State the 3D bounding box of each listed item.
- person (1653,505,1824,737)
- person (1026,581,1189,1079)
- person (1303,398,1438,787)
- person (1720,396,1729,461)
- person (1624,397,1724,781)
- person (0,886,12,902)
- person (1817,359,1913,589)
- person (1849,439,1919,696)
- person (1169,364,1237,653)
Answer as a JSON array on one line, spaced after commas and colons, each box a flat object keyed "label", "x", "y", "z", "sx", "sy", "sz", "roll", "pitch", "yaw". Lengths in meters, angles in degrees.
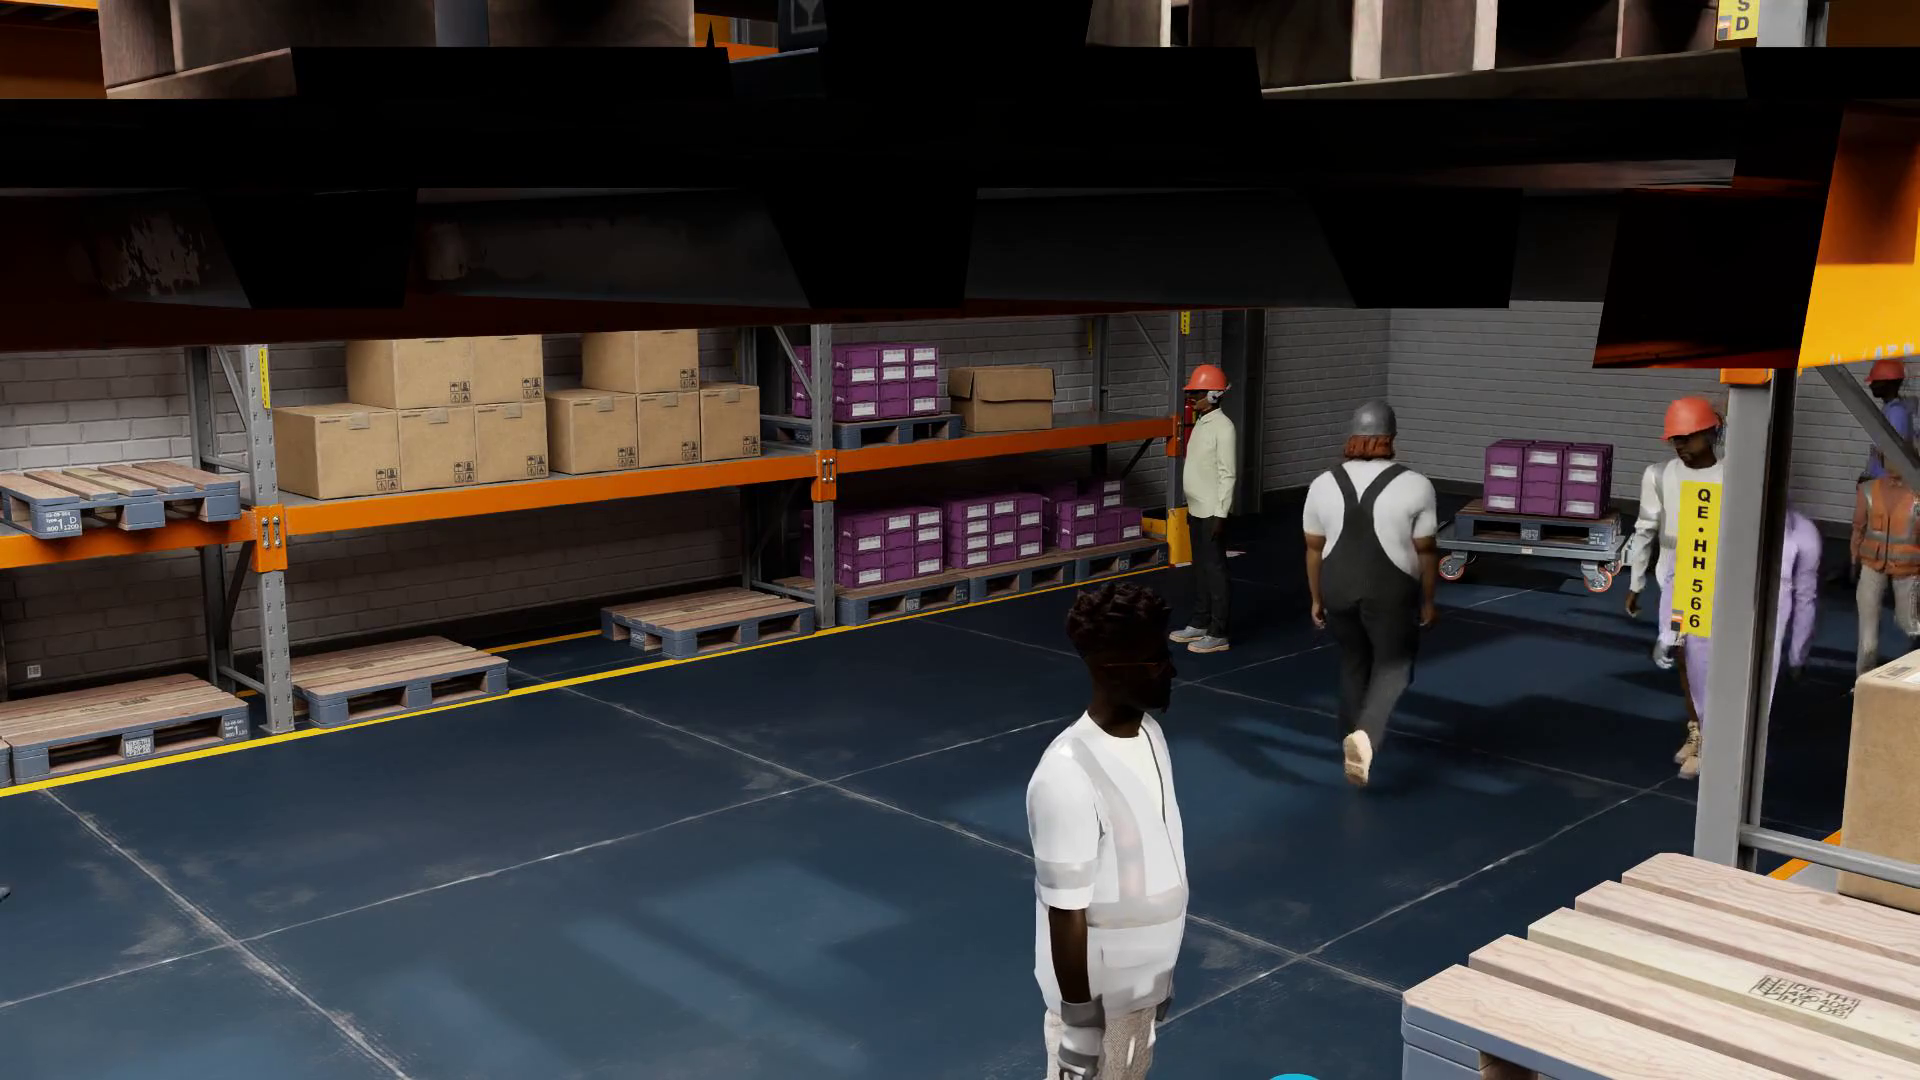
[{"label": "person", "x": 3.668, "y": 0.478, "z": 7.883, "sx": 0.651, "sy": 1.881, "sz": 0.853, "roll": 8, "pitch": 13, "yaw": 41}, {"label": "person", "x": 0.378, "y": 1.068, "z": 4.106, "sx": 0.367, "sy": 1.966, "sz": 0.606, "roll": 4, "pitch": 11, "yaw": 23}, {"label": "person", "x": 2.120, "y": 0.254, "z": 8.653, "sx": 0.688, "sy": 2.000, "sz": 0.818, "roll": 7, "pitch": 12, "yaw": 35}, {"label": "person", "x": 7.215, "y": -0.776, "z": 15.171, "sx": 0.560, "sy": 1.867, "sz": 1.034, "roll": -8, "pitch": 12, "yaw": -38}, {"label": "person", "x": 3.854, "y": 0.248, "z": 8.798, "sx": 0.789, "sy": 1.998, "sz": 0.619, "roll": -9, "pitch": 13, "yaw": -41}, {"label": "person", "x": -4.342, "y": 0.783, "z": 6.501, "sx": 0.931, "sy": 1.710, "sz": 0.537, "roll": -5, "pitch": 11, "yaw": -29}, {"label": "person", "x": 7.502, "y": -0.532, "z": 13.674, "sx": 0.887, "sy": 1.901, "sz": 0.571, "roll": 6, "pitch": 11, "yaw": 31}, {"label": "person", "x": 5.865, "y": 0.161, "z": 10.421, "sx": 0.666, "sy": 1.615, "sz": 0.521, "roll": -9, "pitch": 13, "yaw": -42}, {"label": "person", "x": 1.717, "y": -0.221, "z": 11.566, "sx": 0.378, "sy": 1.995, "sz": 0.609, "roll": -2, "pitch": 10, "yaw": -13}]
